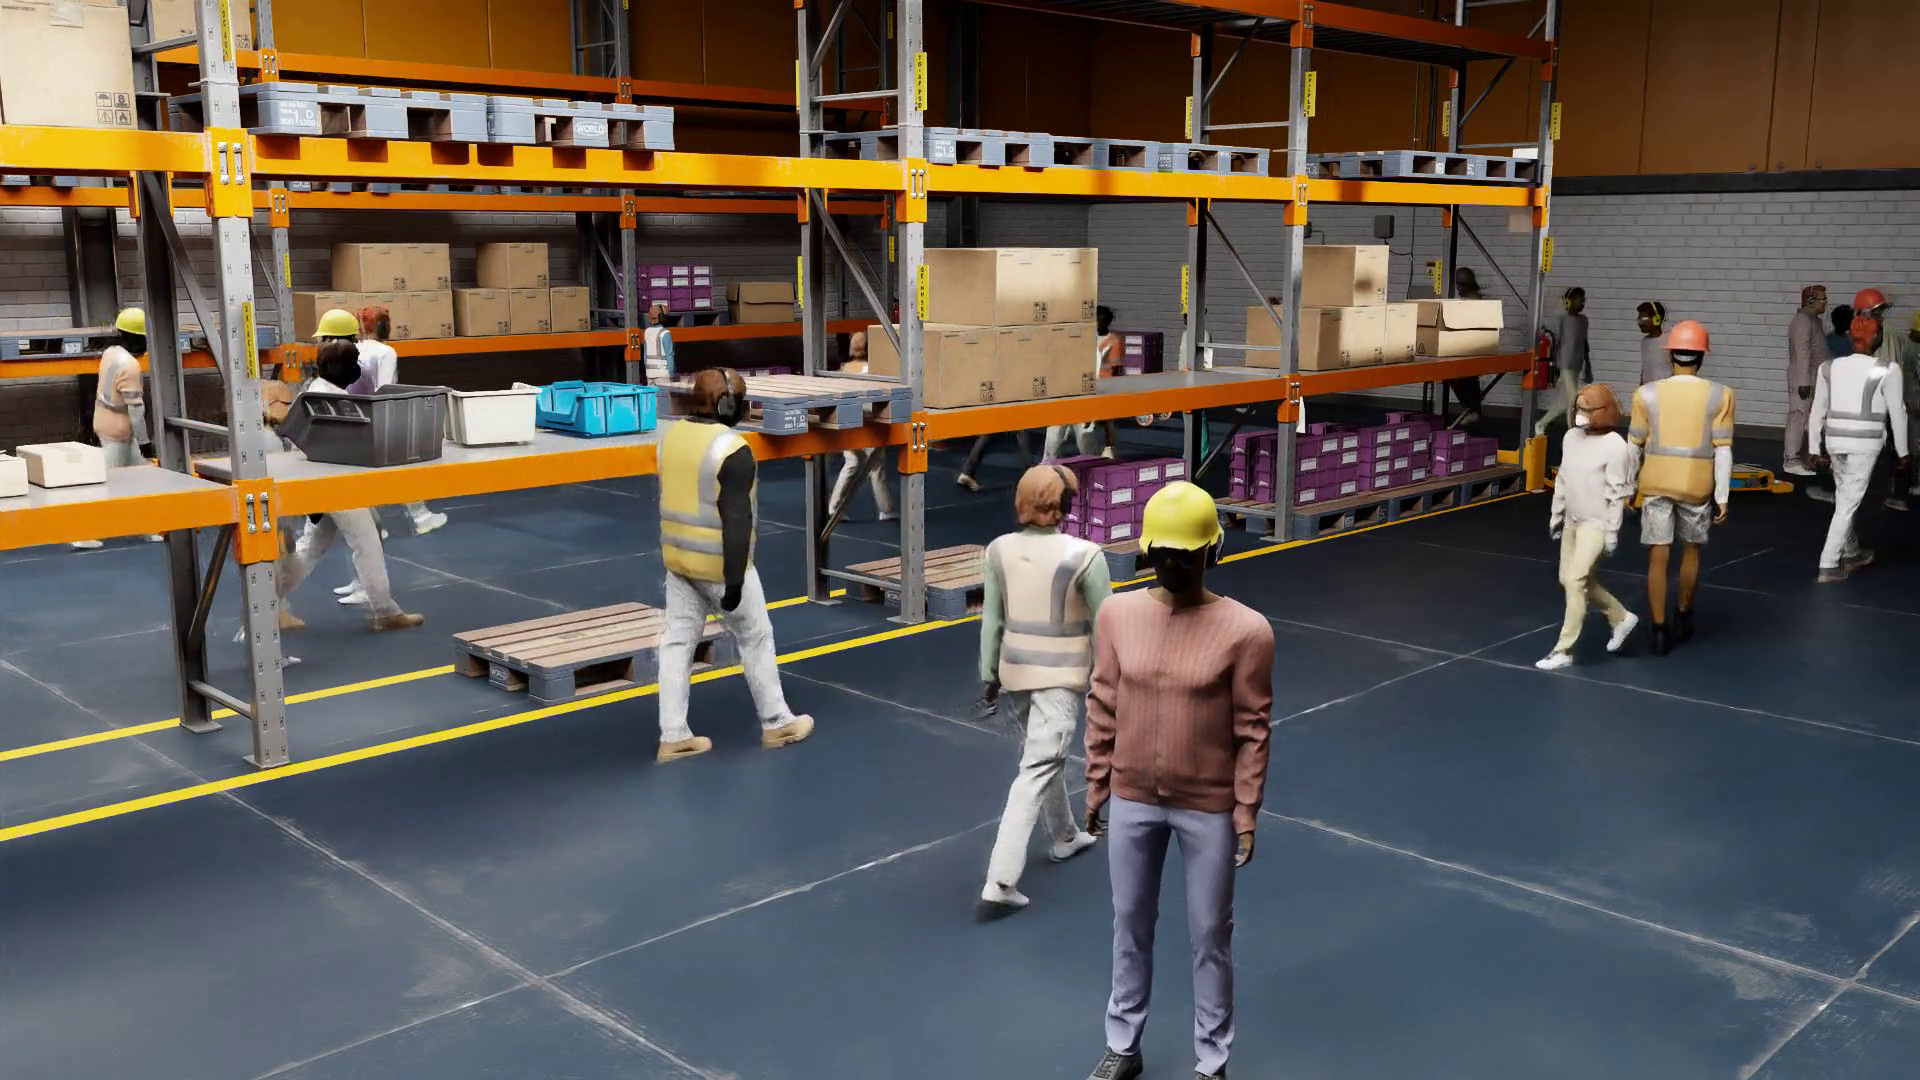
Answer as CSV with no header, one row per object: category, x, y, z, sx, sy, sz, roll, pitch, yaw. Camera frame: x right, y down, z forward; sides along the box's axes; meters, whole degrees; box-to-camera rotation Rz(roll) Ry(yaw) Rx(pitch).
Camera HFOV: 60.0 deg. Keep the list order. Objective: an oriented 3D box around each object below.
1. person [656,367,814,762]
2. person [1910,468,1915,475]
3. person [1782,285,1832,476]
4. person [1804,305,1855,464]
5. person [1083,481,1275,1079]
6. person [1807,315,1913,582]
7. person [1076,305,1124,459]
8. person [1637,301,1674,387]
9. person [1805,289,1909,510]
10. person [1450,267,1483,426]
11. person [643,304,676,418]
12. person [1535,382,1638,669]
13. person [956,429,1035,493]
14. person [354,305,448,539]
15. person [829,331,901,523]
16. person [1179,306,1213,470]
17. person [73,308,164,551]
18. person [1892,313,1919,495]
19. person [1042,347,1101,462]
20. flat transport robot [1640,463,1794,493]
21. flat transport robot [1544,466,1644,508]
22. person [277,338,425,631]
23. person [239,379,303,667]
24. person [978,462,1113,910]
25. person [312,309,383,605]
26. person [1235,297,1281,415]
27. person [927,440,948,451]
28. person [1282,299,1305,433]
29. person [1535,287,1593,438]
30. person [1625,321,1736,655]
person,-1.075,0.103,7.731,0.649,1.808,0.859,9,14,41
person,9.617,-1.497,16.288,0.642,1.867,0.926,-4,11,-19
person,8.559,-1.613,16.807,0.409,1.909,0.640,5,12,27
person,9.234,-1.608,17.392,0.552,1.675,0.672,-7,13,-35
person,0.578,0.710,4.531,0.523,1.766,0.315,5,11,25
person,6.357,-0.642,11.676,0.903,1.845,0.584,-6,12,-28
person,1.456,-1.619,17.449,0.552,1.669,0.548,-8,13,-38
person,6.403,-1.240,15.015,0.788,1.833,0.577,-2,11,-12
person,8.116,-1.251,14.799,0.650,1.933,0.863,-5,12,-26
person,6.353,-2.424,20.861,0.550,2.000,0.751,4,11,21
person,-3.362,-1.821,18.669,0.306,1.640,0.522,-10,14,-43
person,3.540,-0.082,9.242,0.628,1.607,0.532,-3,11,-15
person,0.390,-1.330,15.584,0.994,1.801,0.521,-6,12,-30
person,-4.525,-0.932,13.239,0.611,1.848,0.896,7,12,34
person,-0.820,-0.935,13.912,0.631,1.625,0.530,-8,13,-38
person,2.388,-1.590,17.068,0.316,1.769,0.525,-5,11,-25
person,-6.471,-0.848,12.793,0.839,1.862,0.605,-6,12,-29
person,8.905,-1.255,15.413,0.504,1.704,0.352,-6,12,-29
person,0.949,-1.163,14.687,0.613,1.776,0.926,8,13,35
flat transport robot,6.982,-0.578,15.624,1.431,0.197,0.652,-1,11,-8
flat transport robot,5.996,-0.503,15.215,0.652,0.197,1.431,-2,11,-8
person,-3.832,-0.318,10.058,0.951,1.804,0.618,-4,11,-21
person,-3.816,-0.082,9.221,0.373,1.615,0.542,-7,13,-35
person,0.302,0.514,6.074,0.515,1.592,0.876,8,13,39
person,-3.988,-0.541,10.904,0.385,1.928,0.589,-4,11,-21
person,4.173,-2.441,22.201,0.879,1.588,0.512,2,11,12
person,-0.339,-1.978,18.724,0.467,1.936,0.697,-5,11,-25
person,3.874,-2.042,19.282,0.324,1.862,0.510,3,11,14
person,6.834,-1.933,18.764,0.521,1.842,0.852,-7,12,-32
person,4.194,-0.318,9.723,0.578,1.908,0.811,5,11,25
